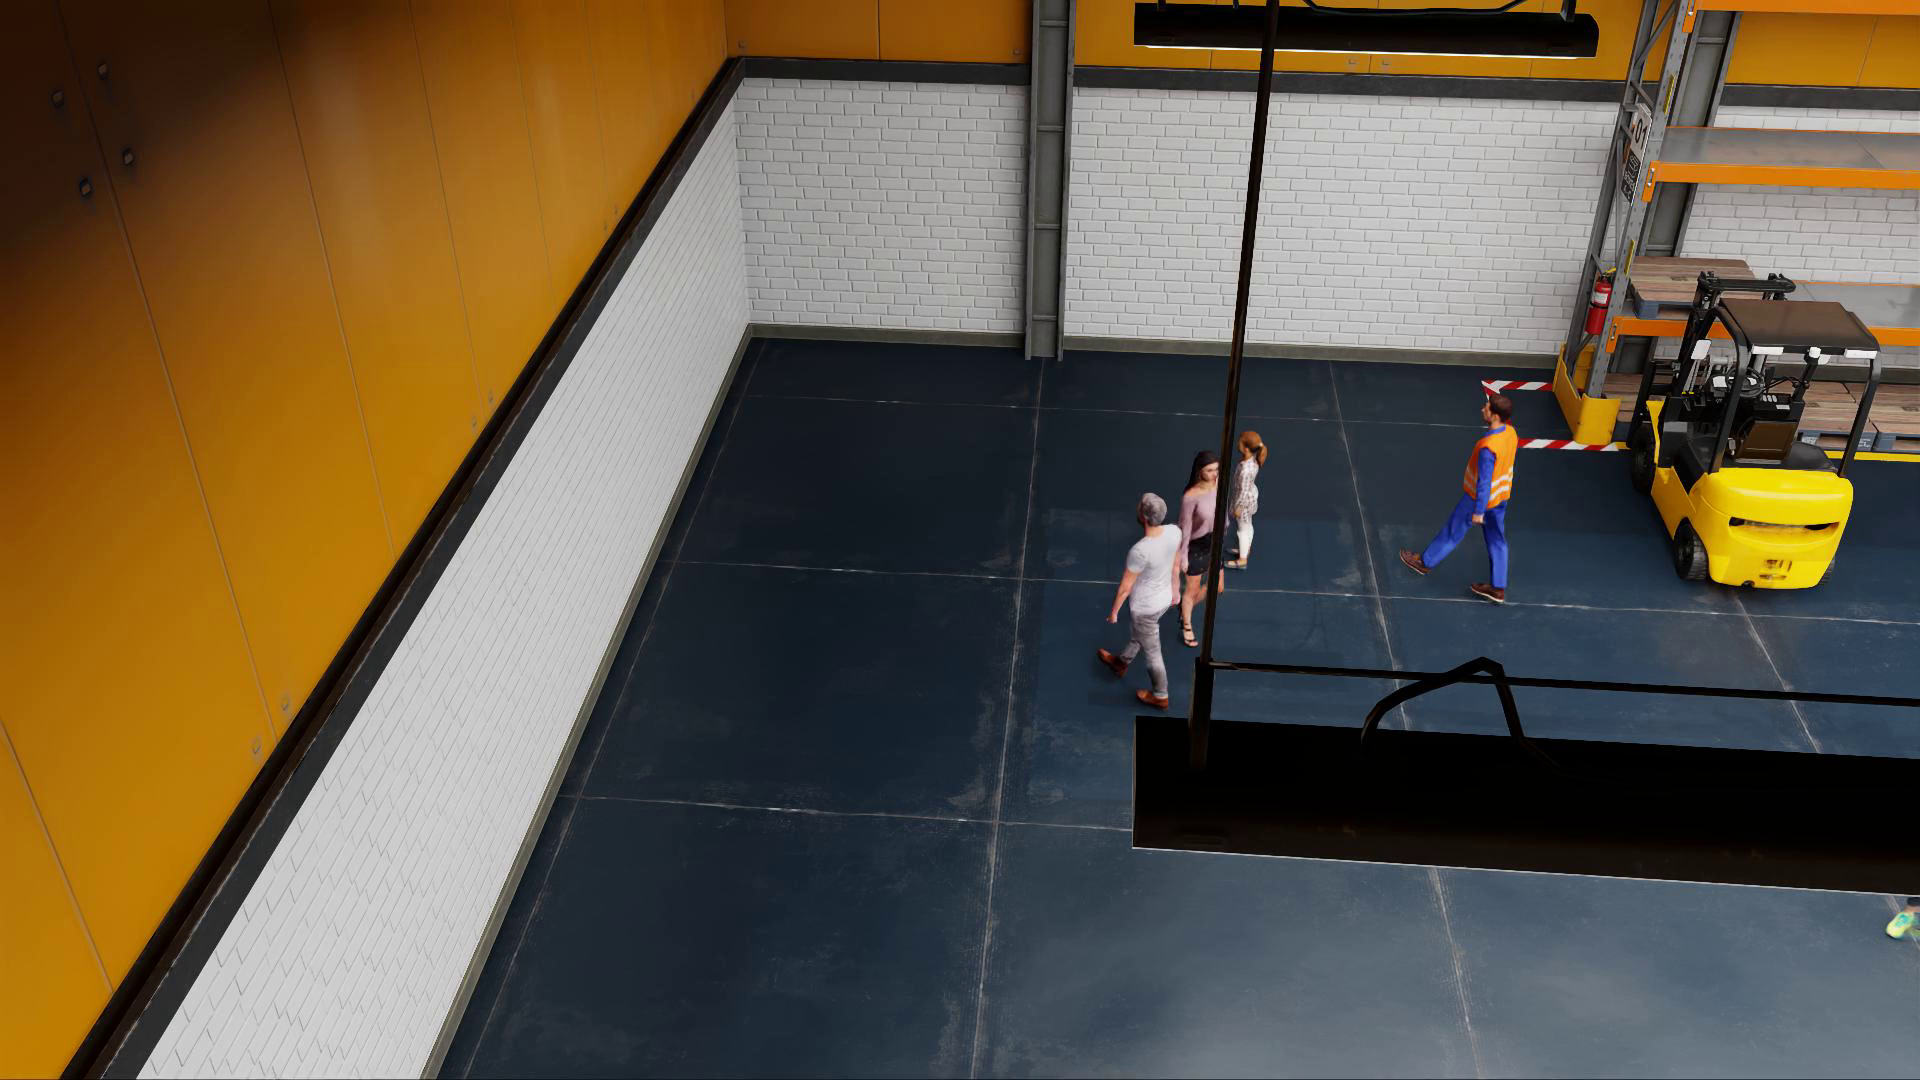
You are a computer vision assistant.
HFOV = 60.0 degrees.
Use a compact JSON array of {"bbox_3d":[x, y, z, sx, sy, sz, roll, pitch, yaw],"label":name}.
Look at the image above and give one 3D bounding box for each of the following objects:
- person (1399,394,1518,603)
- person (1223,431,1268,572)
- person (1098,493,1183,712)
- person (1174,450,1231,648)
[{"bbox_3d":[4.340,-0.300,13.476,1.277,1.822,1.113,23,40,31],"label":"person"},{"bbox_3d":[2.405,-0.345,14.006,0.572,1.311,0.583,12,35,17],"label":"person"},{"bbox_3d":[1.476,0.509,12.279,1.150,1.800,1.049,26,42,34],"label":"person"},{"bbox_3d":[1.824,0.041,12.983,0.793,1.800,0.863,-17,37,-23],"label":"person"}]
